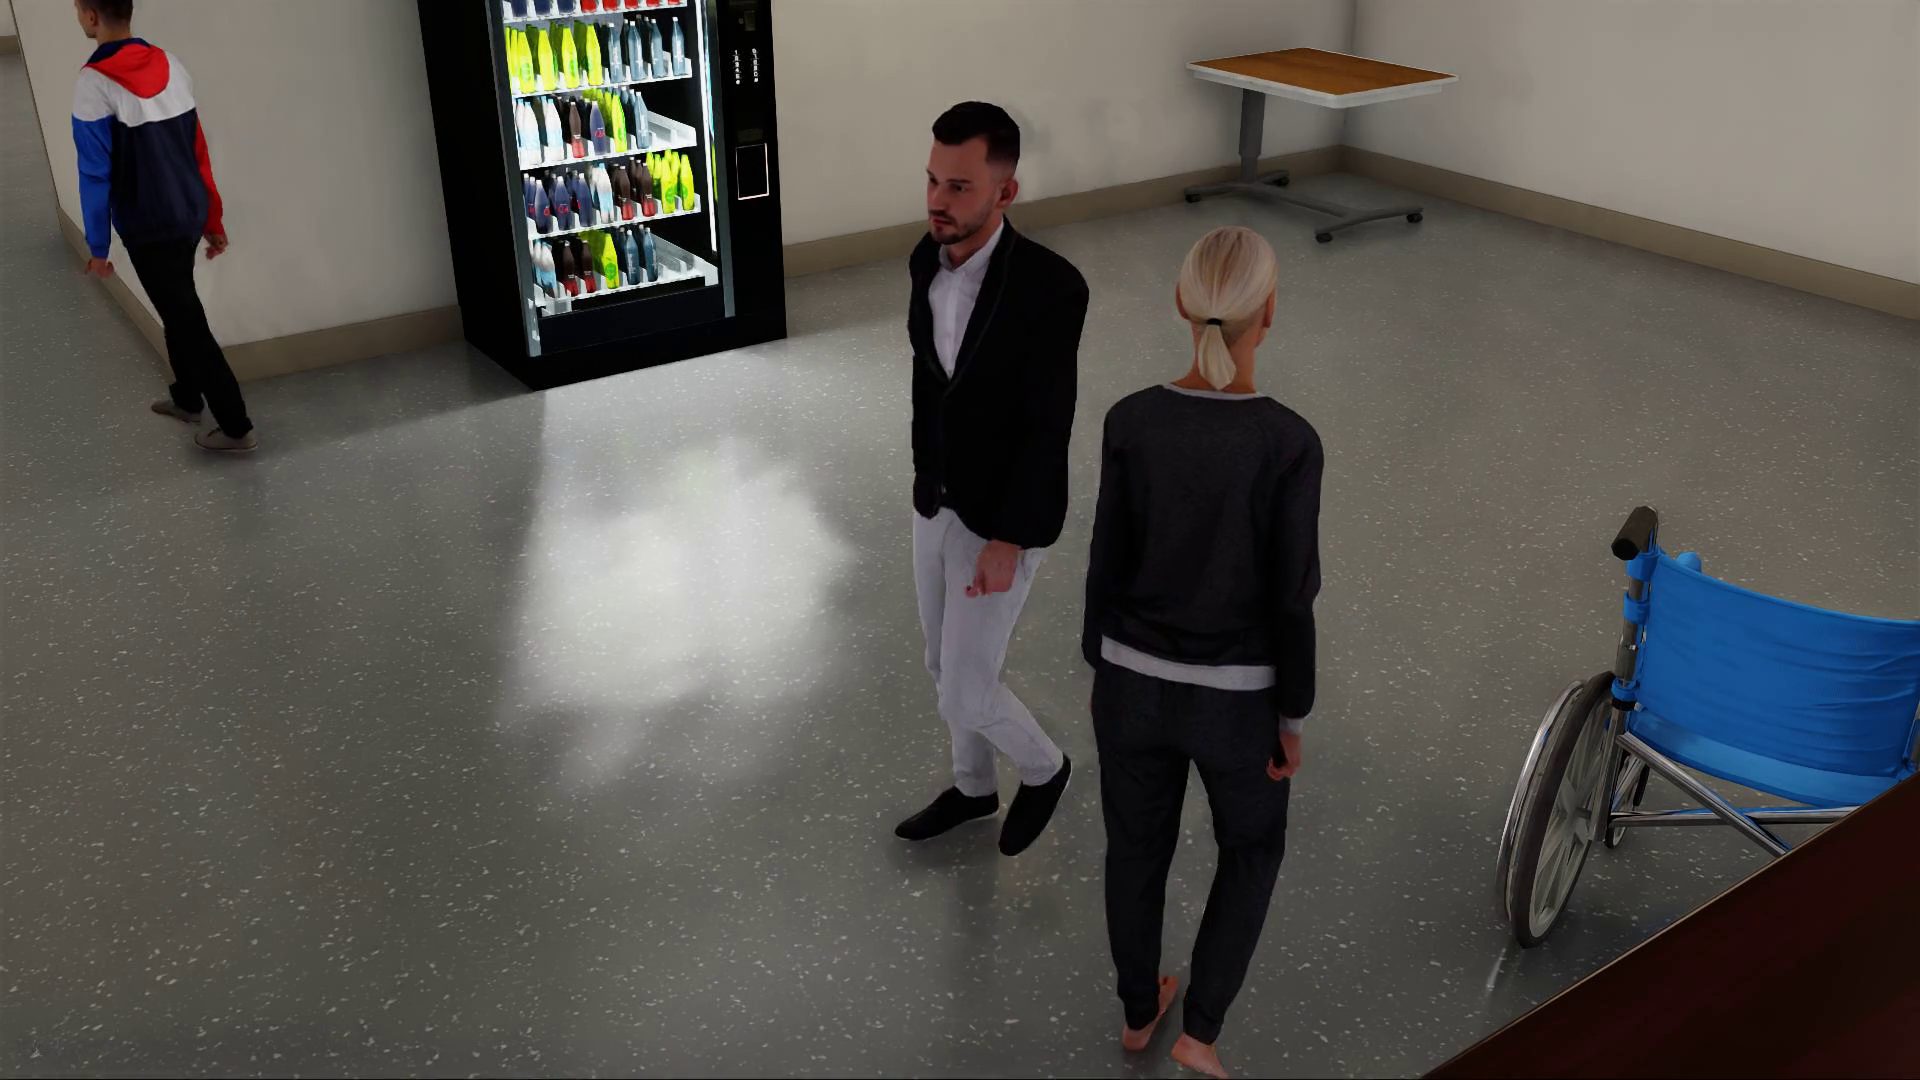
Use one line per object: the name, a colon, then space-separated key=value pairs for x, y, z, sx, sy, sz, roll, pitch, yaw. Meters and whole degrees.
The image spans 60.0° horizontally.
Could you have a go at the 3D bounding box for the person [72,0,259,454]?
person: x=-2.828 y=-1.137 z=6.041 sx=0.954 sy=1.736 sz=0.935 roll=10 pitch=28 yaw=20

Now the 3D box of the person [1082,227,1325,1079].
person: x=0.404 y=0.301 z=3.091 sx=0.812 sy=1.708 sz=0.886 roll=10 pitch=28 yaw=20

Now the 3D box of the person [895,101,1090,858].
person: x=0.124 y=-0.055 z=3.702 sx=0.678 sy=1.818 sz=0.697 roll=-16 pitch=30 yaw=-30
